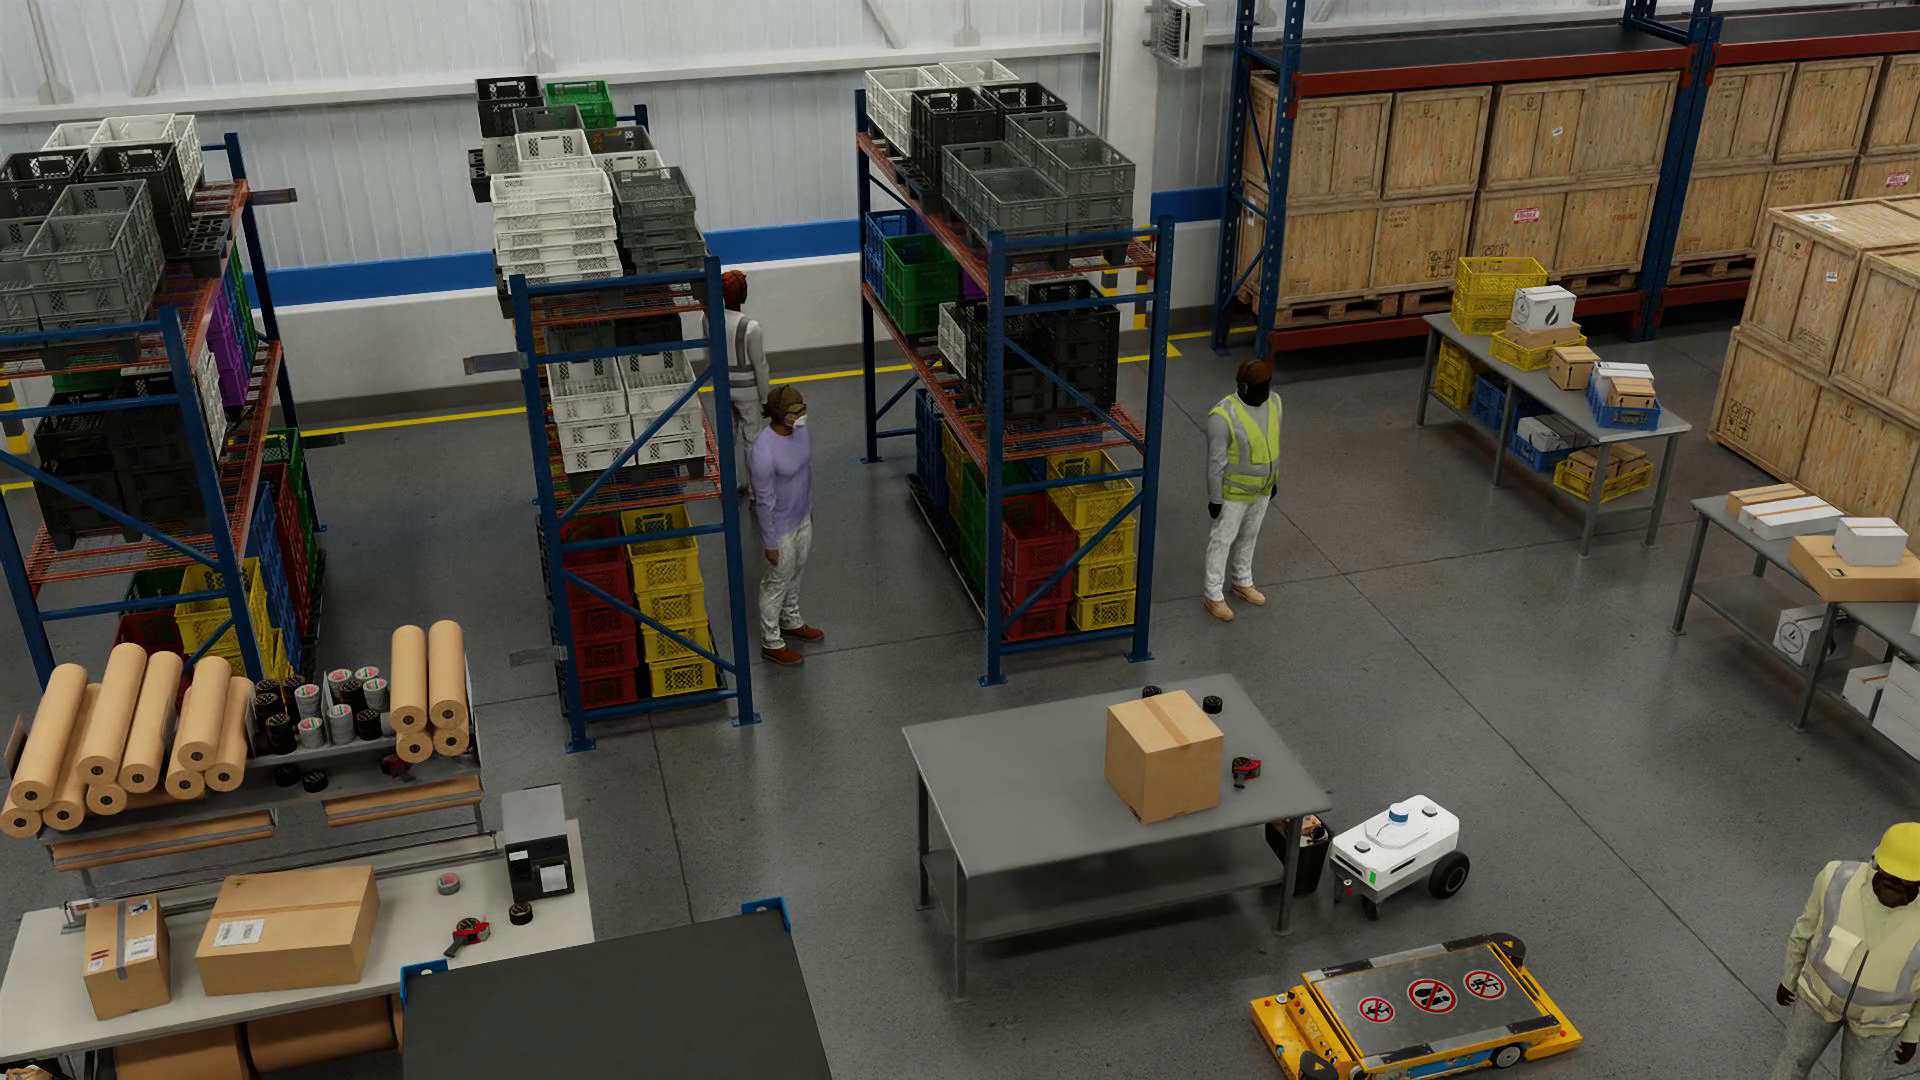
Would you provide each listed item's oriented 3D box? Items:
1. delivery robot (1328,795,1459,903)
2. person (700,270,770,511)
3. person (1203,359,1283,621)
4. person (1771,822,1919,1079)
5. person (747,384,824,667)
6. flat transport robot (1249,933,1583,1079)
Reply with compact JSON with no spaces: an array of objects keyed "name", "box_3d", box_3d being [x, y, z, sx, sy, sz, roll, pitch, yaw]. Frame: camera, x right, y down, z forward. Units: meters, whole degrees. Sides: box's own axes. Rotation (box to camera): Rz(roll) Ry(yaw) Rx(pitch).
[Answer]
[{"name":"delivery robot","box_3d":[2.297,1.616,8.806,0.707,0.478,0.477,-19,34,-30]},{"name":"person","box_3d":[-1.652,-1.121,12.512,0.576,1.882,0.355,17,33,28]},{"name":"person","box_3d":[1.908,-0.352,11.154,0.635,1.842,0.429,-21,35,-33]},{"name":"person","box_3d":[3.755,1.936,6.997,0.590,1.837,0.404,21,35,33]},{"name":"person","box_3d":[-1.112,-0.106,10.616,0.364,1.932,0.626,10,30,18]},{"name":"flat transport robot","box_3d":[2.184,2.282,7.980,1.431,0.197,0.652,-8,30,-14]}]
